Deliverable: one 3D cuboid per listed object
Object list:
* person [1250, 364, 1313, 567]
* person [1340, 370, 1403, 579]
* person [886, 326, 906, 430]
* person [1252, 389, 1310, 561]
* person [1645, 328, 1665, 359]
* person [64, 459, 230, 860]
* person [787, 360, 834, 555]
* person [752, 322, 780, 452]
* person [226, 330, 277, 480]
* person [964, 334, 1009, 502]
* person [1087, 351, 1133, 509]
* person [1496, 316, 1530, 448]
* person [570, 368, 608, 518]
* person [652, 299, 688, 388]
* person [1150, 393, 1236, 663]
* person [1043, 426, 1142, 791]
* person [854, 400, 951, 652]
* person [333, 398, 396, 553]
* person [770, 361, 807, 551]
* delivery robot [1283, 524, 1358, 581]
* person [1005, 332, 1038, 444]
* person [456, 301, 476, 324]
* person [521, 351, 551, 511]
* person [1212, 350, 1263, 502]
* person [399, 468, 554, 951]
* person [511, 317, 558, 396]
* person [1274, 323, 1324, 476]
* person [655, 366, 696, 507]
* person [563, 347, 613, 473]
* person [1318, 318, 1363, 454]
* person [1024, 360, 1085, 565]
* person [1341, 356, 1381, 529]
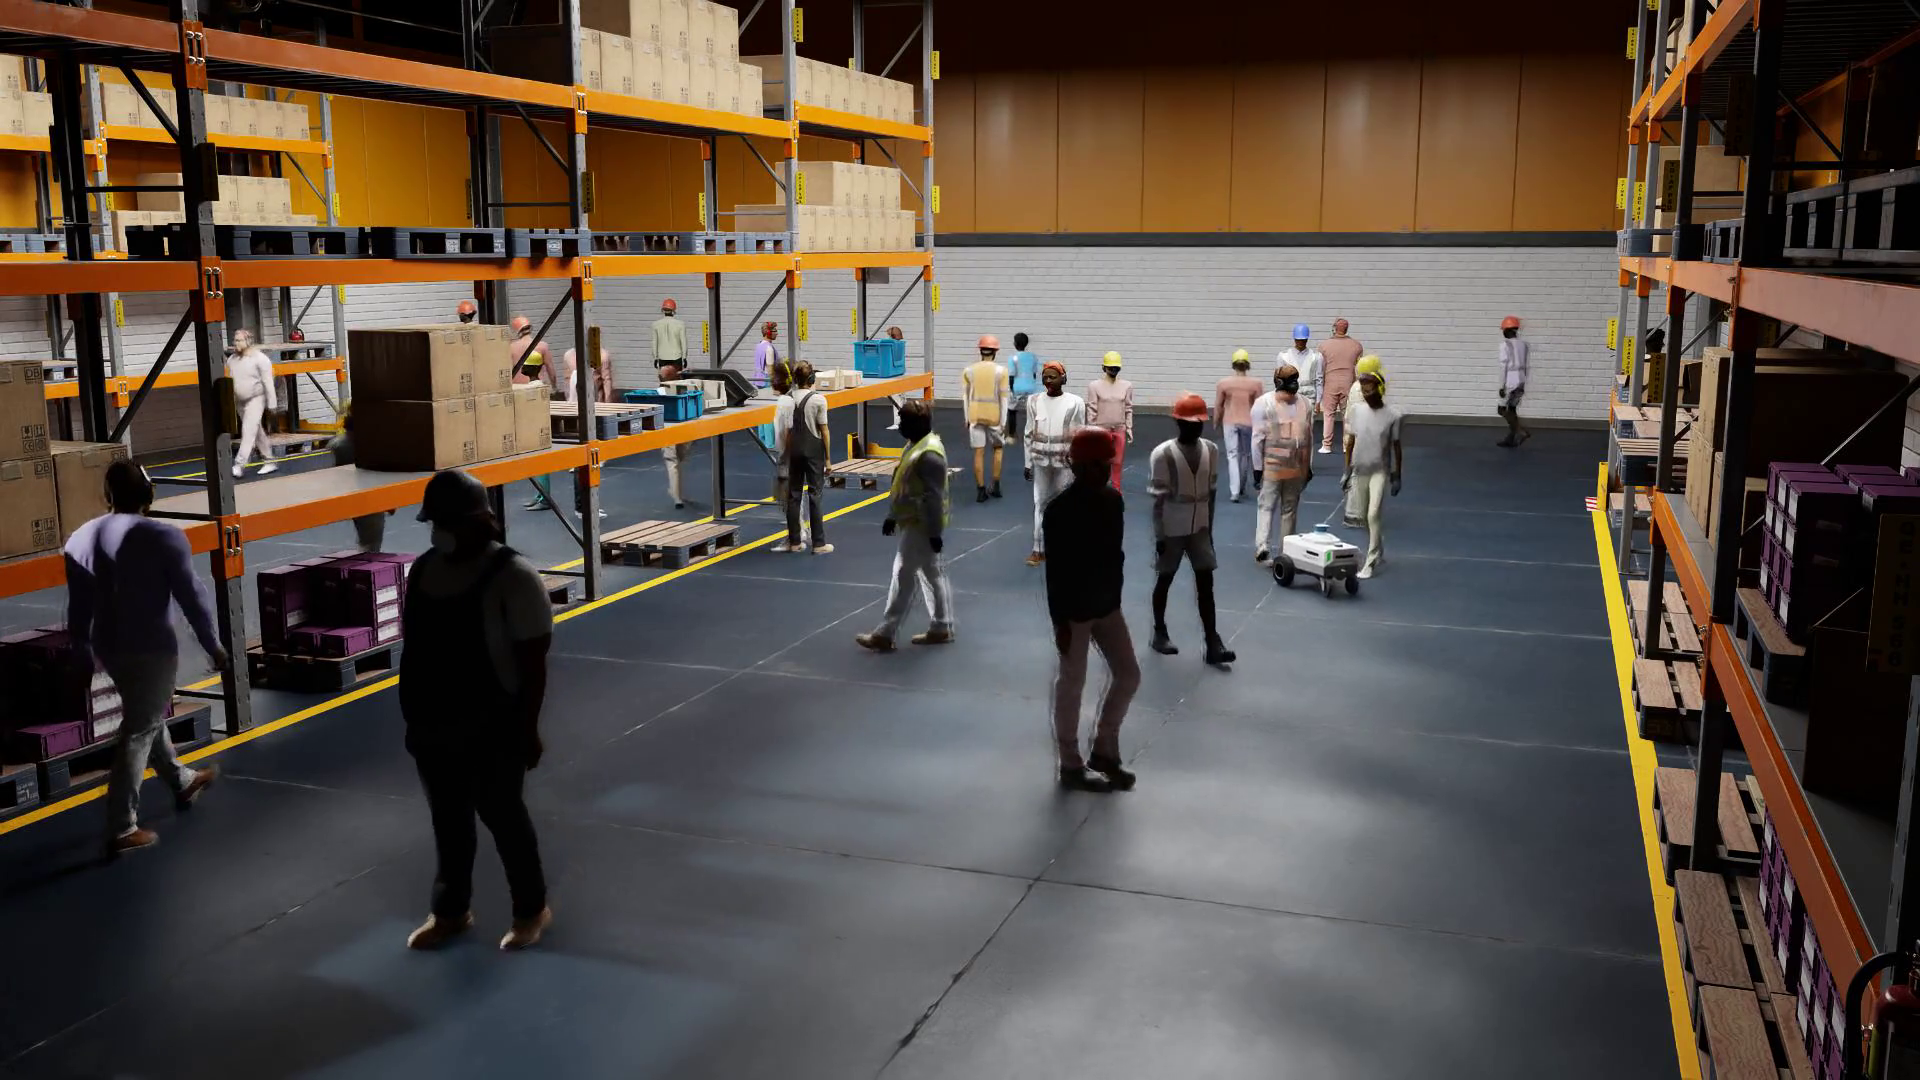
[{"bbox_3d":[2.955,-0.678,15.190,0.632,1.846,0.429,-4,11,-21],"label":"person"},{"bbox_3d":[3.702,-0.608,14.854,0.507,1.837,0.834,7,13,36],"label":"person"},{"bbox_3d":[-1.003,-2.570,26.426,0.310,1.640,0.514,3,10,15],"label":"person"},{"bbox_3d":[2.937,-0.580,15.239,0.533,1.628,0.345,2,10,10],"label":"person"},{"bbox_3d":[8.071,-1.508,19.523,0.368,1.966,0.603,-4,11,-20],"label":"person"},{"bbox_3d":[-3.988,0.540,8.217,0.655,1.884,1.020,3,10,15],"label":"person"},{"bbox_3d":[-1.452,-0.776,15.741,0.508,1.847,0.345,4,11,21],"label":"person"},{"bbox_3d":[-2.726,-2.164,23.551,0.390,1.847,0.563,-5,11,-24],"label":"person"},{"bbox_3d":[-9.000,-1.702,20.909,0.672,1.854,1.002,4,11,23],"label":"person"},{"bbox_3d":[0.305,-1.401,19.063,0.545,1.909,0.613,2,10,11],"label":"person"},{"bbox_3d":[1.663,-1.203,18.377,0.533,1.765,0.330,-2,10,-13],"label":"person"},{"bbox_3d":[7.955,-2.249,23.853,0.558,1.922,0.591,-7,12,-33],"label":"person"},{"bbox_3d":[-4.037,-1.192,17.879,0.395,1.919,0.590,-3,10,-16],"label":"person"},{"bbox_3d":[-4.994,-3.151,28.692,0.610,1.996,0.386,1,10,5],"label":"person"},{"bbox_3d":[1.609,-0.074,11.638,0.568,1.891,0.931,-4,11,-21],"label":"person"},{"bbox_3d":[0.722,0.384,8.829,0.665,1.976,0.561,-9,14,-42],"label":"person"},{"bbox_3d":[-0.427,-0.102,12.053,0.798,1.814,0.631,-1,10,-8],"label":"person"},{"bbox_3d":[-4.900,-0.322,13.533,0.478,1.719,0.761,4,11,20],"label":"person"},{"bbox_3d":[-1.658,-0.784,15.860,0.360,1.829,0.602,-3,10,-15],"label":"person"},{"bbox_3d":[3.059,0.110,14.120,0.477,0.478,0.707,-4,11,-22],"label":"delivery robot"},{"bbox_3d":[0.947,-2.186,24.182,0.524,1.667,0.829,-5,11,-27],"label":"person"},{"bbox_3d":[-7.714,-2.722,26.185,0.460,2.042,0.629,4,11,23],"label":"person"},{"bbox_3d":[-4.704,-1.209,18.392,0.302,1.772,0.525,-3,11,-19],"label":"person"},{"bbox_3d":[3.193,-1.319,19.143,0.539,1.718,0.900,0,10,2],"label":"person"},{"bbox_3d":[-2.047,0.704,6.858,0.689,2.000,0.536,5,11,25],"label":"person"},{"bbox_3d":[-5.996,-2.140,23.199,0.631,1.930,1.047,0,10,1],"label":"person"},{"bbox_3d":[4.290,-1.775,21.106,0.611,1.938,0.413,2,10,11],"label":"person"},{"bbox_3d":[-3.247,-1.172,18.748,0.520,1.566,0.935,-3,11,-17],"label":"person"},{"bbox_3d":[-4.840,-1.832,21.612,0.662,1.878,0.817,1,10,4],"label":"person"},{"bbox_3d":[5.307,-2.157,23.331,0.651,1.913,0.409,0,10,-2],"label":"person"},{"bbox_3d":[0.850,-0.691,15.159,0.579,1.883,0.352,4,11,21],"label":"person"},{"bbox_3d":[4.182,-1.013,17.243,0.404,1.790,0.656,3,10,15],"label":"person"}]
